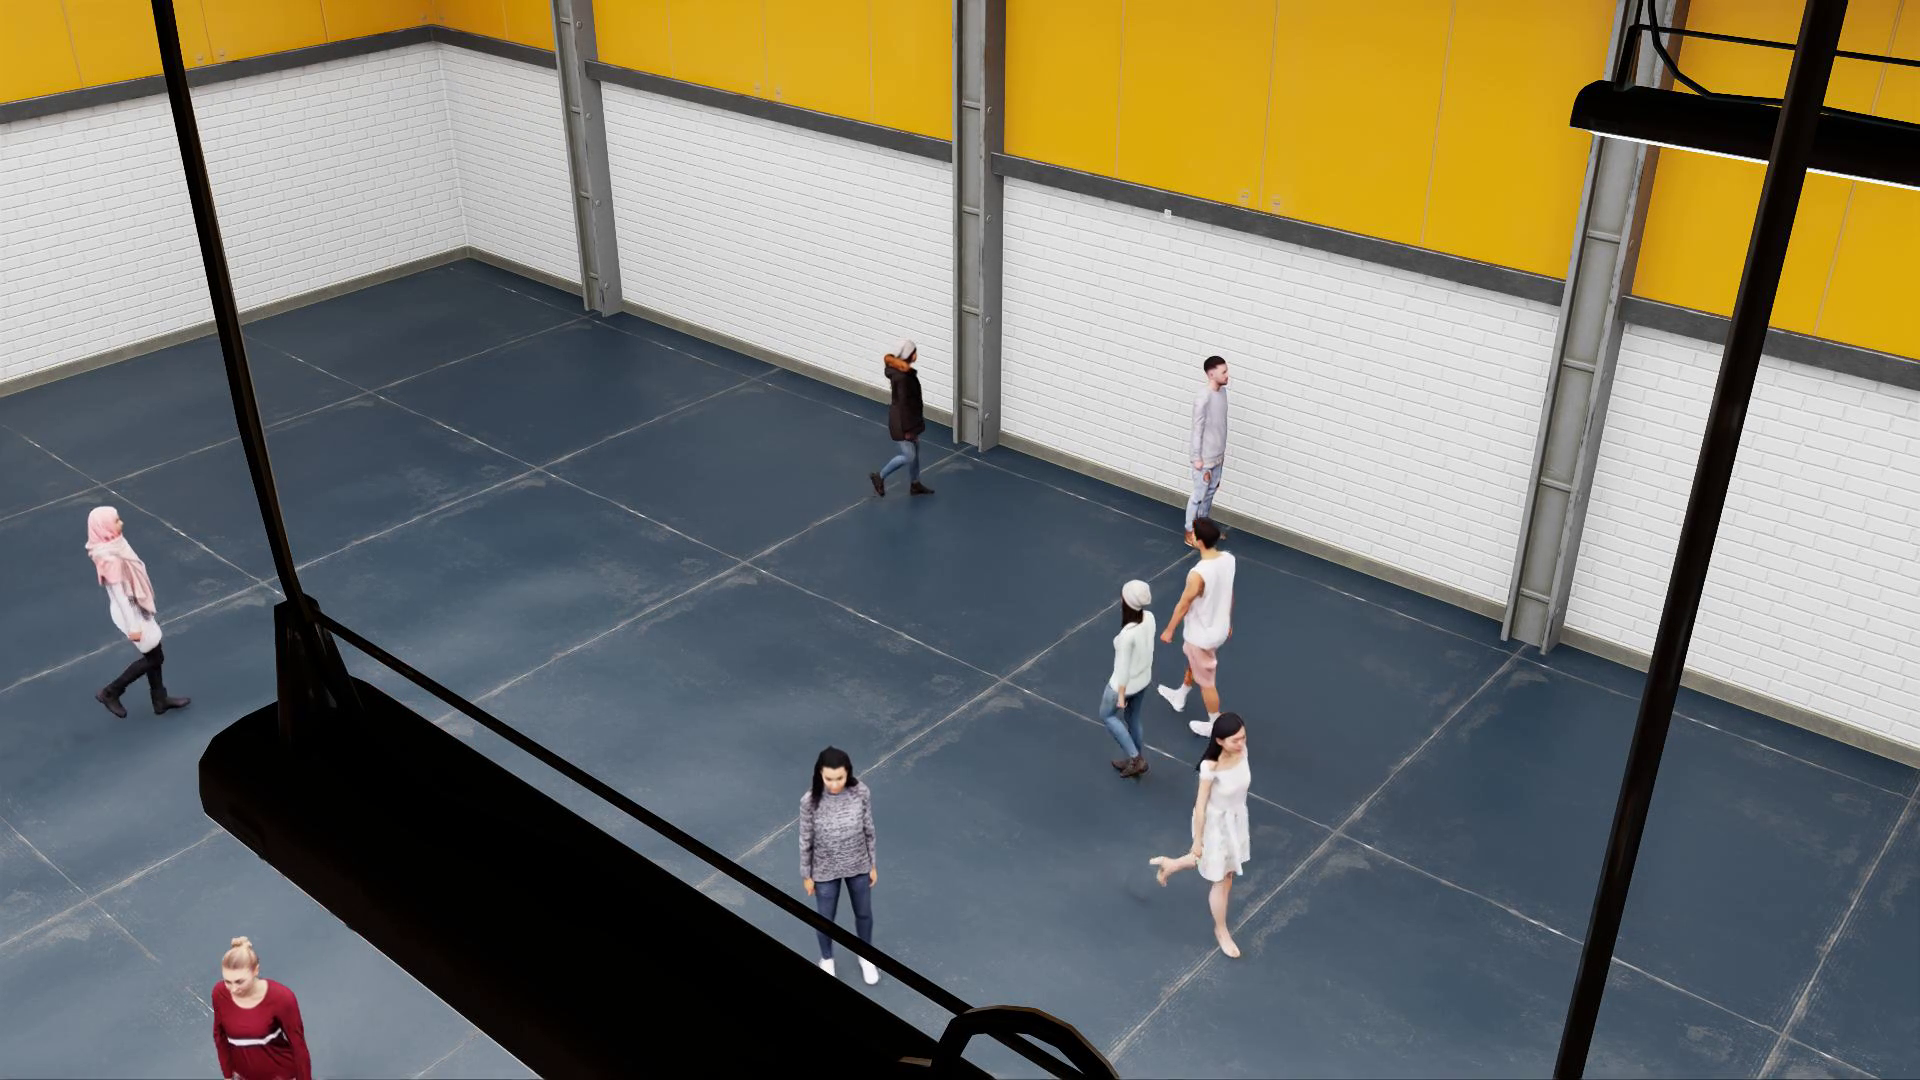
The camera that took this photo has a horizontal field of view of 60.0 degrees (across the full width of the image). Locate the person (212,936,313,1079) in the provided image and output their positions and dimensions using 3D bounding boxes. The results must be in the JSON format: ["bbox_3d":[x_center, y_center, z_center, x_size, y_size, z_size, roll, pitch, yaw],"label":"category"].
[{"bbox_3d":[-3.586,2.715,8.676,0.755,1.693,0.824,-1,29,-1],"label":"person"}]

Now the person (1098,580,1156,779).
[{"bbox_3d":[1.285,1.028,11.831,0.631,1.634,0.569,21,35,34],"label":"person"}]

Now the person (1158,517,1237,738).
[{"bbox_3d":[1.881,0.710,12.289,0.943,1.754,0.685,23,36,36],"label":"person"}]

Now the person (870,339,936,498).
[{"bbox_3d":[-0.565,-1.127,15.790,0.996,1.626,0.912,1,29,3],"label":"person"}]

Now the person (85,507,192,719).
[{"bbox_3d":[-6.293,0.594,12.464,0.900,1.789,0.909,-13,31,-22],"label":"person"}]

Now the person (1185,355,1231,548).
[{"bbox_3d":[2.228,-0.808,14.984,0.581,1.838,0.685,19,34,31],"label":"person"}]

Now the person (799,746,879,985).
[{"bbox_3d":[-0.721,1.951,10.037,0.701,1.731,0.724,-7,29,-13],"label":"person"}]

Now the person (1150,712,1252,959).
[{"bbox_3d":[1.544,1.776,10.334,0.675,1.754,1.016,-24,37,-37],"label":"person"}]
